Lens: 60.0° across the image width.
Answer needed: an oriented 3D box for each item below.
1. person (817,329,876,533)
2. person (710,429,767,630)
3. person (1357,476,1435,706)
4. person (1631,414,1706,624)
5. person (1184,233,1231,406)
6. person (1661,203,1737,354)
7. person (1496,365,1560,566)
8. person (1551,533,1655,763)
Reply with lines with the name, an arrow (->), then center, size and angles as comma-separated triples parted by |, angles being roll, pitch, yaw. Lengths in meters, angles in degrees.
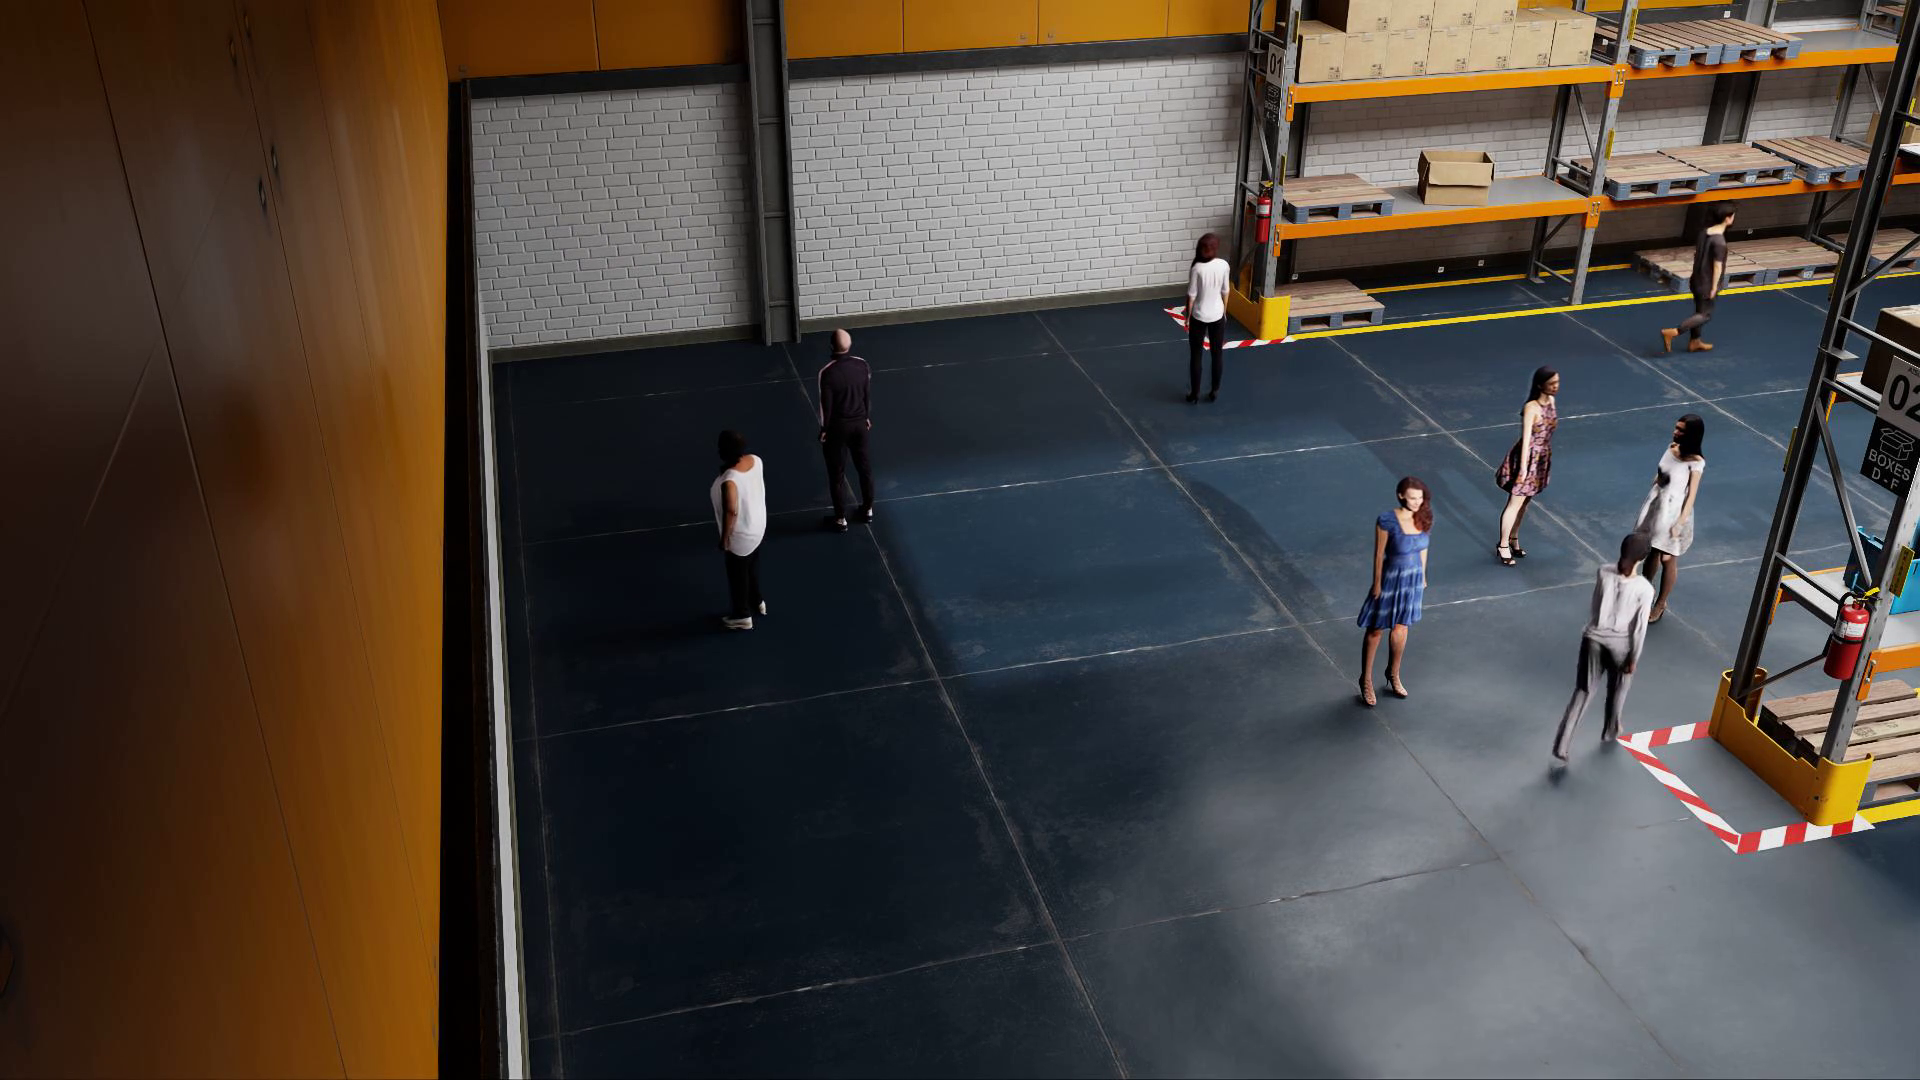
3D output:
person -> -0.987, -0.957, 14.450 | 0.635, 1.836, 0.806 | -17, 33, -29
person -> -1.731, -0.099, 13.033 | 0.805, 1.687, 0.765 | 12, 31, 20
person -> 3.170, 0.362, 12.063 | 0.552, 1.806, 0.757 | -12, 31, -21
person -> 5.571, -0.178, 13.086 | 0.611, 1.775, 0.629 | -7, 29, -13
person -> 2.500, -2.232, 16.833 | 0.464, 1.793, 0.674 | -6, 29, -11
person -> 7.995, -2.802, 17.979 | 0.967, 1.697, 0.734 | -2, 29, -4
person -> 4.771, -0.630, 13.917 | 0.857, 1.773, 0.777 | 24, 37, 37
person -> 4.399, 0.764, 11.398 | 0.949, 1.738, 1.145 | 24, 37, 37
